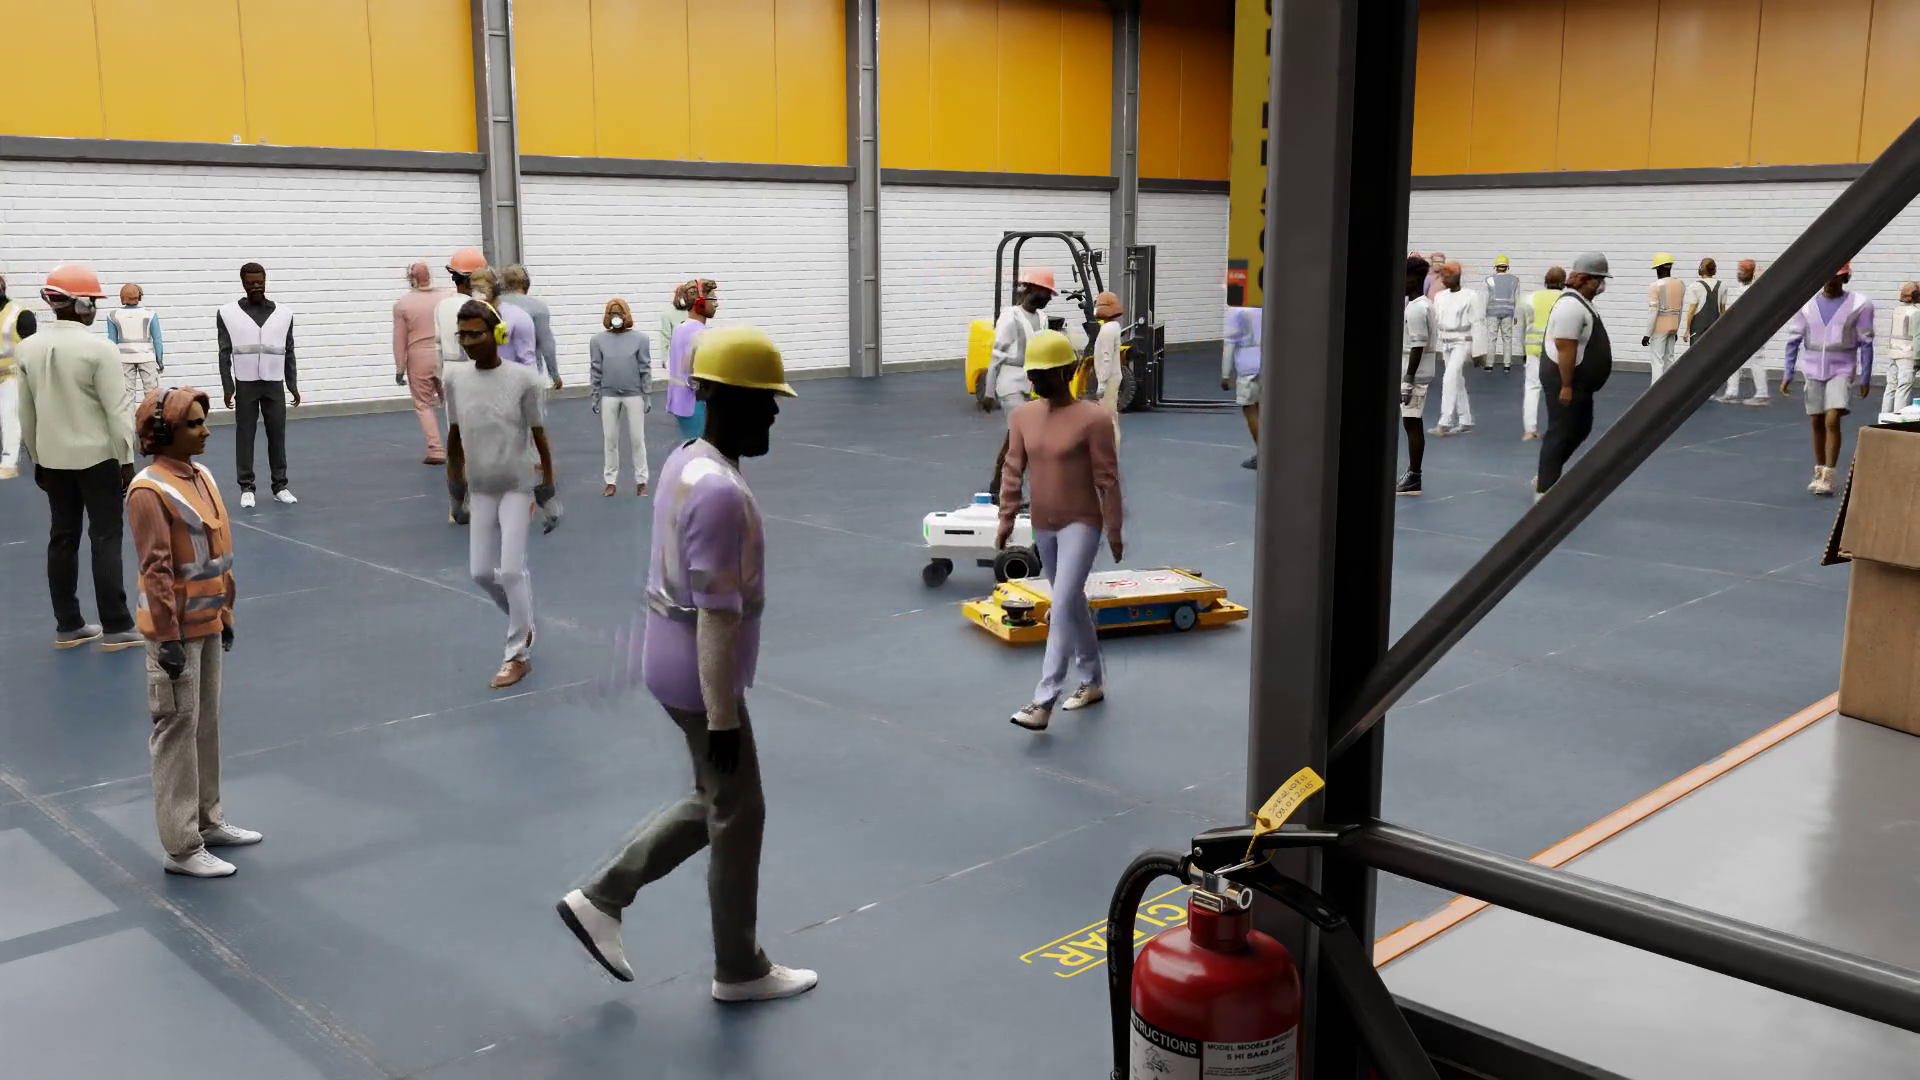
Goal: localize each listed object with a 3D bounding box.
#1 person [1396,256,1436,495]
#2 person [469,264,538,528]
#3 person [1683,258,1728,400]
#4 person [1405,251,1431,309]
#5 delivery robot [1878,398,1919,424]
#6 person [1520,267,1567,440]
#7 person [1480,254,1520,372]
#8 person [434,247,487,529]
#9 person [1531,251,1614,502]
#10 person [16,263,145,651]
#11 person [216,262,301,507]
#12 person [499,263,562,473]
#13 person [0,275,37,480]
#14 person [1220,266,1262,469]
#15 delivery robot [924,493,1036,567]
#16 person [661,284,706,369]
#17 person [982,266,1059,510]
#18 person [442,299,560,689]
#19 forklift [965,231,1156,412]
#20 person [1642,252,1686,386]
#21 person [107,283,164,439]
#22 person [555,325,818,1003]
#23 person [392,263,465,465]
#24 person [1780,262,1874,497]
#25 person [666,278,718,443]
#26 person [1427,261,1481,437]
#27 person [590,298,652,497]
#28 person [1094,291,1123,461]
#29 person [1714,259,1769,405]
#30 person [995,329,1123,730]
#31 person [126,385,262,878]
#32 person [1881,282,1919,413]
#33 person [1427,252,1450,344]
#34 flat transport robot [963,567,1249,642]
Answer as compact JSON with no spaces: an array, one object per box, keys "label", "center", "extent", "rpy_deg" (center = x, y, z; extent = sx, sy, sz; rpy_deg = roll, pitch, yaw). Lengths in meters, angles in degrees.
[{"label":"person","center":[3.726,-1.347,13.721],"extent":[0.367,1.956,0.604],"rpy_deg":[3,11,18]},{"label":"person","center":[-3.342,-1.019,12.011],"extent":[0.656,1.931,0.443],"rpy_deg":[3,11,15]},{"label":"person","center":[9.628,-2.720,21.512],"extent":[0.517,1.842,0.326],"rpy_deg":[-1,10,-3]},{"label":"person","center":[6.409,-3.160,23.741],"extent":[0.641,1.908,0.409],"rpy_deg":[-10,14,-43]},{"label":"delivery robot","center":[9.245,-1.125,16.059],"extent":[0.707,0.478,0.477],"rpy_deg":[-3,10,-18]},{"label":"person","center":[6.220,-1.966,17.537],"extent":[0.624,1.791,0.954],"rpy_deg":[7,12,32]},{"label":"person","center":[8.416,-3.528,25.944],"extent":[0.588,1.835,0.403],"rpy_deg":[1,10,5]},{"label":"person","center":[-3.560,-1.104,12.158],"extent":[0.615,2.041,0.392],"rpy_deg":[10,14,42]},{"label":"person","center":[4.864,-1.294,13.202],"extent":[0.568,2.000,0.726],"rpy_deg":[5,11,24]},{"label":"person","center":[-4.509,-0.422,8.575],"extent":[0.623,1.989,0.400],"rpy_deg":[3,11,14]},{"label":"person","center":[-5.552,-1.231,13.190],"extent":[0.587,1.920,0.392],"rpy_deg":[-8,13,-36]},{"label":"person","center":[-3.876,-1.468,14.556],"extent":[0.632,1.902,0.985],"rpy_deg":[5,11,25]},{"label":"person","center":[-8.459,-1.474,14.825],"extent":[0.625,1.814,0.837],"rpy_deg":[2,11,10]},{"label":"person","center":[2.643,-1.567,15.130],"extent":[0.631,1.875,0.441],"rpy_deg":[-8,13,-38]},{"label":"delivery robot","center":[0.138,-0.044,10.181],"extent":[0.707,0.478,0.477],"rpy_deg":[1,11,8]},{"label":"person","center":[-3.081,-2.059,18.598],"extent":[0.507,1.599,0.844],"rpy_deg":[-2,11,-10]},{"label":"person","center":[0.454,-1.170,12.920],"extent":[0.621,1.889,0.559],"rpy_deg":[7,12,32]},{"label":"person","center":[-2.190,-0.246,8.027],"extent":[0.559,1.845,0.619],"rpy_deg":[2,11,9]},{"label":"forklift","center":[1.222,-2.721,20.561],"extent":[2.313,2.155,1.214],"rpy_deg":[2,11,13]},{"label":"person","center":[8.742,-2.614,20.738],"extent":[0.586,1.917,0.381],"rpy_deg":[-6,12,-29]},{"label":"person","center":[-8.536,-1.837,17.254],"extent":[0.515,1.641,0.309],"rpy_deg":[-3,11,-16]},{"label":"person","center":[-0.745,0.363,4.550],"extent":[0.642,1.900,0.598],"rpy_deg":[-2,11,-13]},{"label":"person","center":[-4.932,-1.632,15.515],"extent":[0.714,1.881,0.419],"rpy_deg":[-7,12,-33]},{"label":"person","center":[7.085,-1.355,13.632],"extent":[0.860,1.997,0.620],"rpy_deg":[-10,15,-44]},{"label":"person","center":[-1.756,-0.820,11.146],"extent":[0.390,1.846,0.564],"rpy_deg":[-5,12,-28]},{"label":"person","center":[5.189,-2.023,17.684],"extent":[0.883,1.844,0.587],"rpy_deg":[-5,12,-27]},{"label":"person","center":[-2.768,-1.162,13.616],"extent":[0.503,1.627,0.276],"rpy_deg":[-1,10,-3]},{"label":"person","center":[1.311,-1.400,14.891],"extent":[0.282,1.633,0.501],"rpy_deg":[2,11,11]},{"label":"person","center":[9.852,-2.588,20.818],"extent":[0.767,1.831,0.605],"rpy_deg":[1,10,6]},{"label":"person","center":[0.394,-0.040,7.226],"extent":[0.523,1.722,0.898],"rpy_deg":[9,14,42]},{"label":"person","center":[-2.594,0.303,5.588],"extent":[0.308,1.641,0.517],"rpy_deg":[-1,10,-6]},{"label":"person","center":[10.098,-1.931,17.774],"extent":[0.310,1.636,0.523],"rpy_deg":[0,10,0]},{"label":"person","center":[7.105,-3.366,24.950],"extent":[0.657,1.870,0.797],"rpy_deg":[-1,10,-3]},{"label":"flat transport robot","center":[0.798,0.338,9.127],"extent":[1.431,0.197,0.652],"rpy_deg":[-4,11,-21]}]
